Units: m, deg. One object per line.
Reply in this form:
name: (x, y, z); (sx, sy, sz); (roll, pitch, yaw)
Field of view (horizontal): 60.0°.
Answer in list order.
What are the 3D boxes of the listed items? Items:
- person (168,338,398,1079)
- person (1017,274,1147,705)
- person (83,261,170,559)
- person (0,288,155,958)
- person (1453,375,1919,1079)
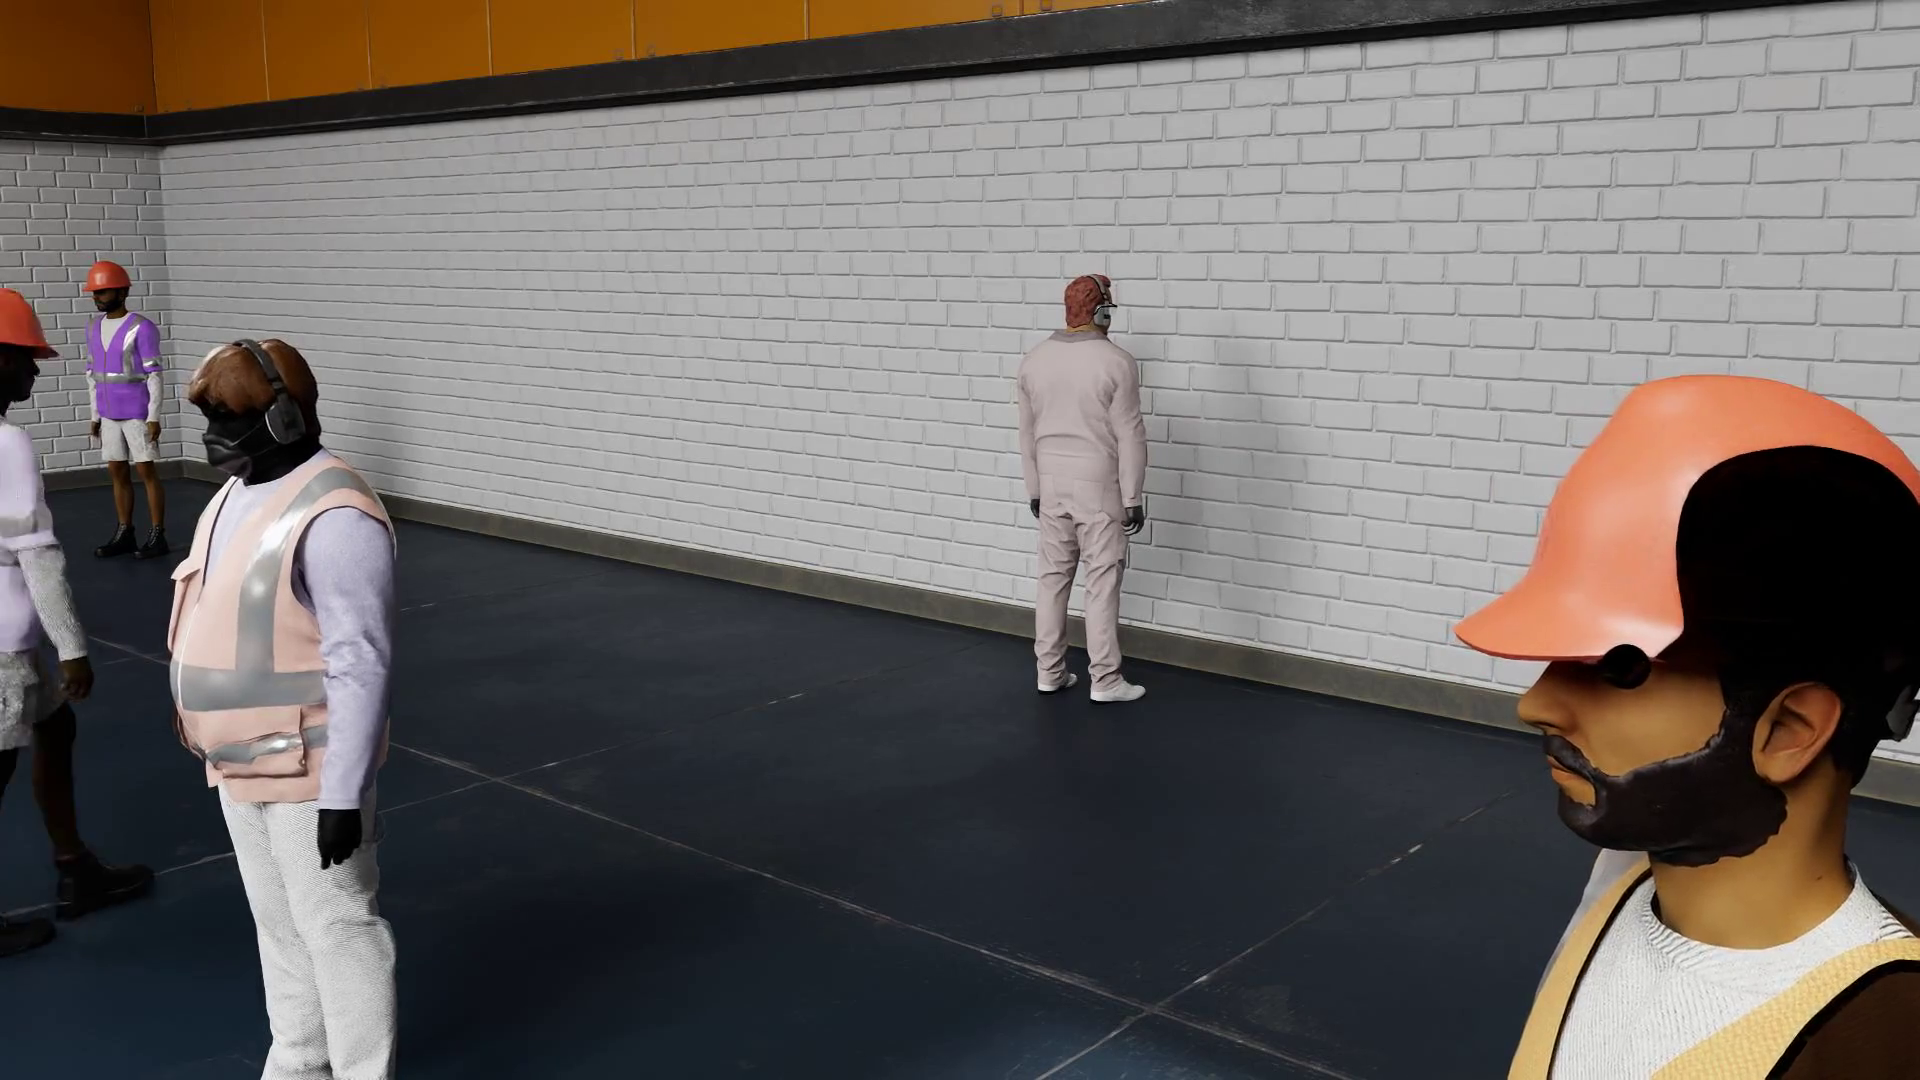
person: (-1.447, 0.489, 3.583); (0.623, 1.839, 0.429); (10, 14, 44)
person: (0.568, -0.221, 7.425); (0.643, 1.908, 0.408); (8, 13, 39)
person: (-5.445, -0.833, 10.818); (0.548, 1.936, 0.378); (3, 10, 18)
person: (-2.673, 0.236, 4.823); (0.583, 1.900, 0.806); (8, 13, 38)
person: (0.512, 0.850, 1.231); (0.360, 1.939, 0.543); (0, 10, -1)
